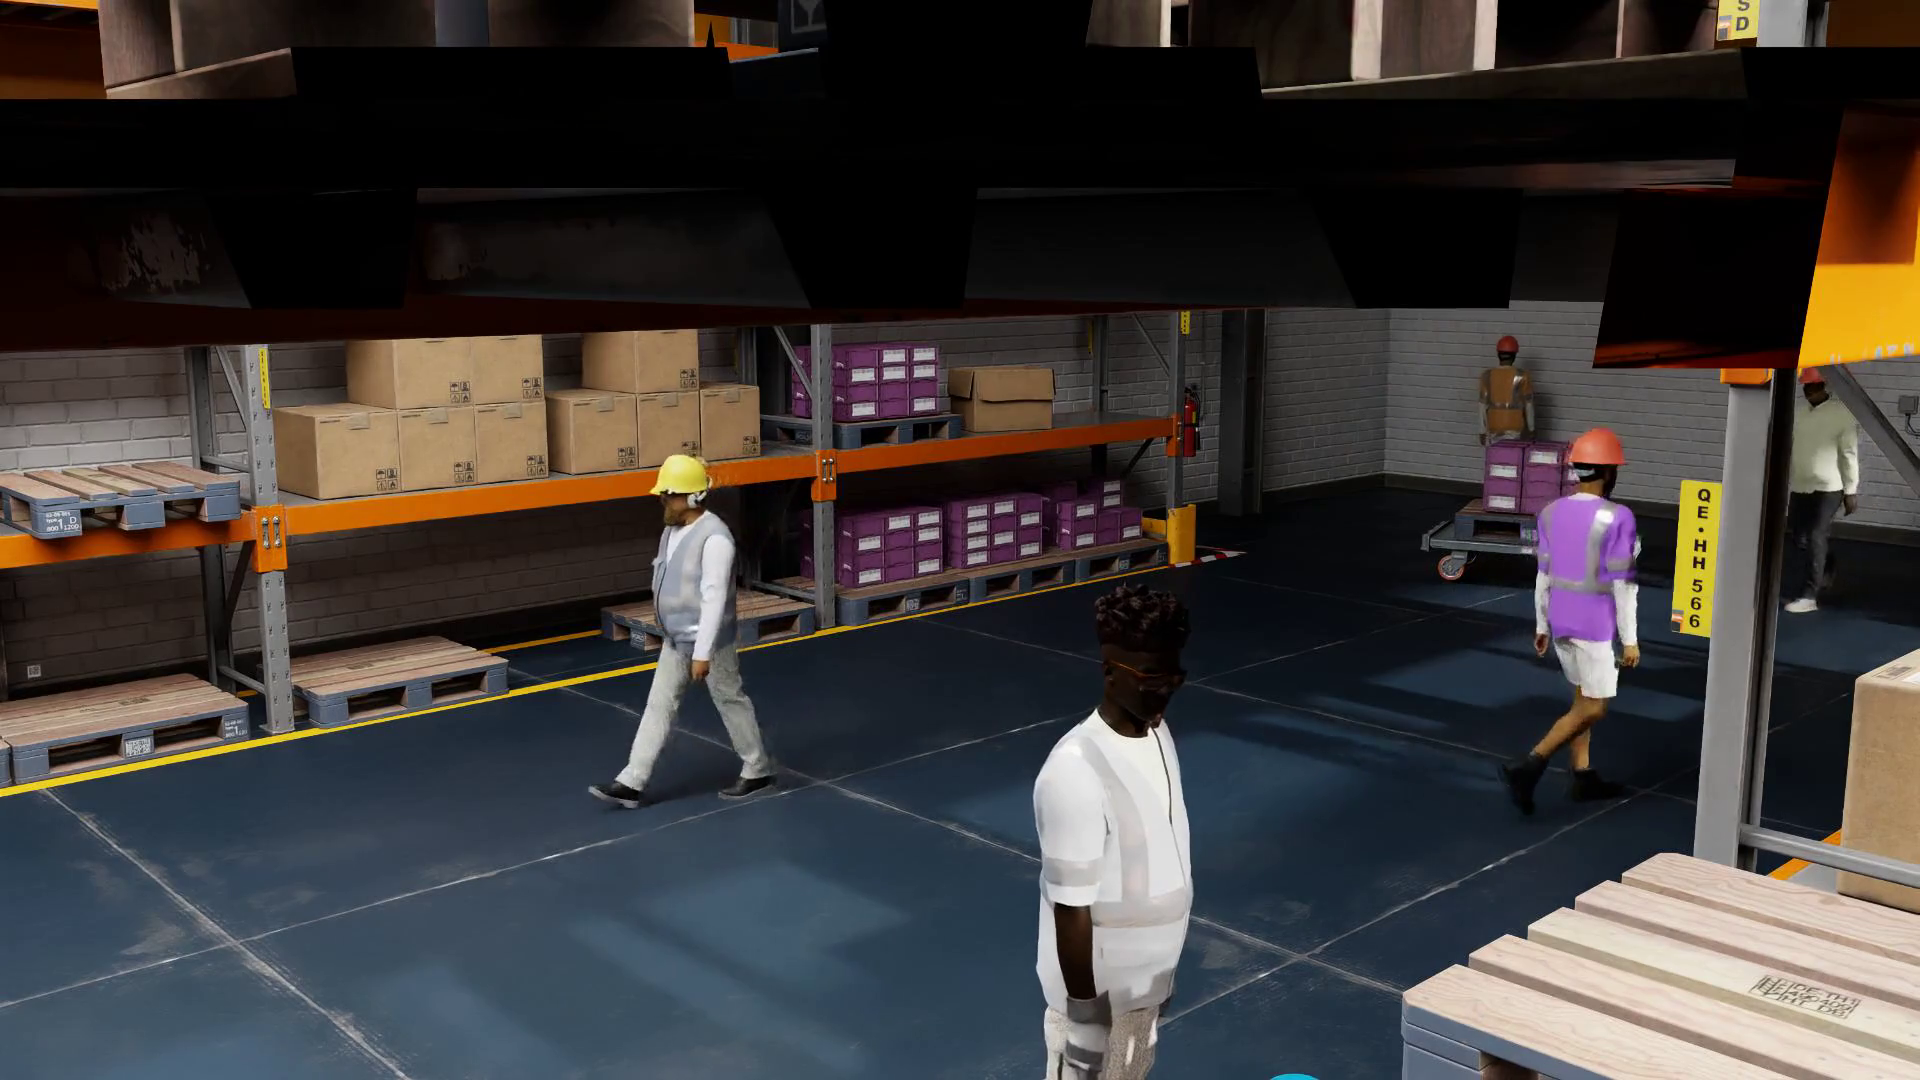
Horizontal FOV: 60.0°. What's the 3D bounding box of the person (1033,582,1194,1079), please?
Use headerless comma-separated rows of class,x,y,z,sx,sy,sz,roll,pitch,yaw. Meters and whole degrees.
person,0.388,1.068,4.118,0.373,1.962,0.605,5,11,26

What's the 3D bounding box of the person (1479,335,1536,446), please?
person,5.812,-1.227,17.729,0.549,1.906,0.852,8,13,39

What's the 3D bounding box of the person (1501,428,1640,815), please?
person,2.997,0.408,8.135,0.784,1.914,0.552,-4,10,-22

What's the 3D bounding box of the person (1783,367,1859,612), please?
person,6.705,-0.434,12.926,0.733,1.971,0.628,-5,11,-28

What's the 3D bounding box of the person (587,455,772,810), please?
person,-1.350,0.466,8.193,0.938,1.772,0.611,-7,12,-35
